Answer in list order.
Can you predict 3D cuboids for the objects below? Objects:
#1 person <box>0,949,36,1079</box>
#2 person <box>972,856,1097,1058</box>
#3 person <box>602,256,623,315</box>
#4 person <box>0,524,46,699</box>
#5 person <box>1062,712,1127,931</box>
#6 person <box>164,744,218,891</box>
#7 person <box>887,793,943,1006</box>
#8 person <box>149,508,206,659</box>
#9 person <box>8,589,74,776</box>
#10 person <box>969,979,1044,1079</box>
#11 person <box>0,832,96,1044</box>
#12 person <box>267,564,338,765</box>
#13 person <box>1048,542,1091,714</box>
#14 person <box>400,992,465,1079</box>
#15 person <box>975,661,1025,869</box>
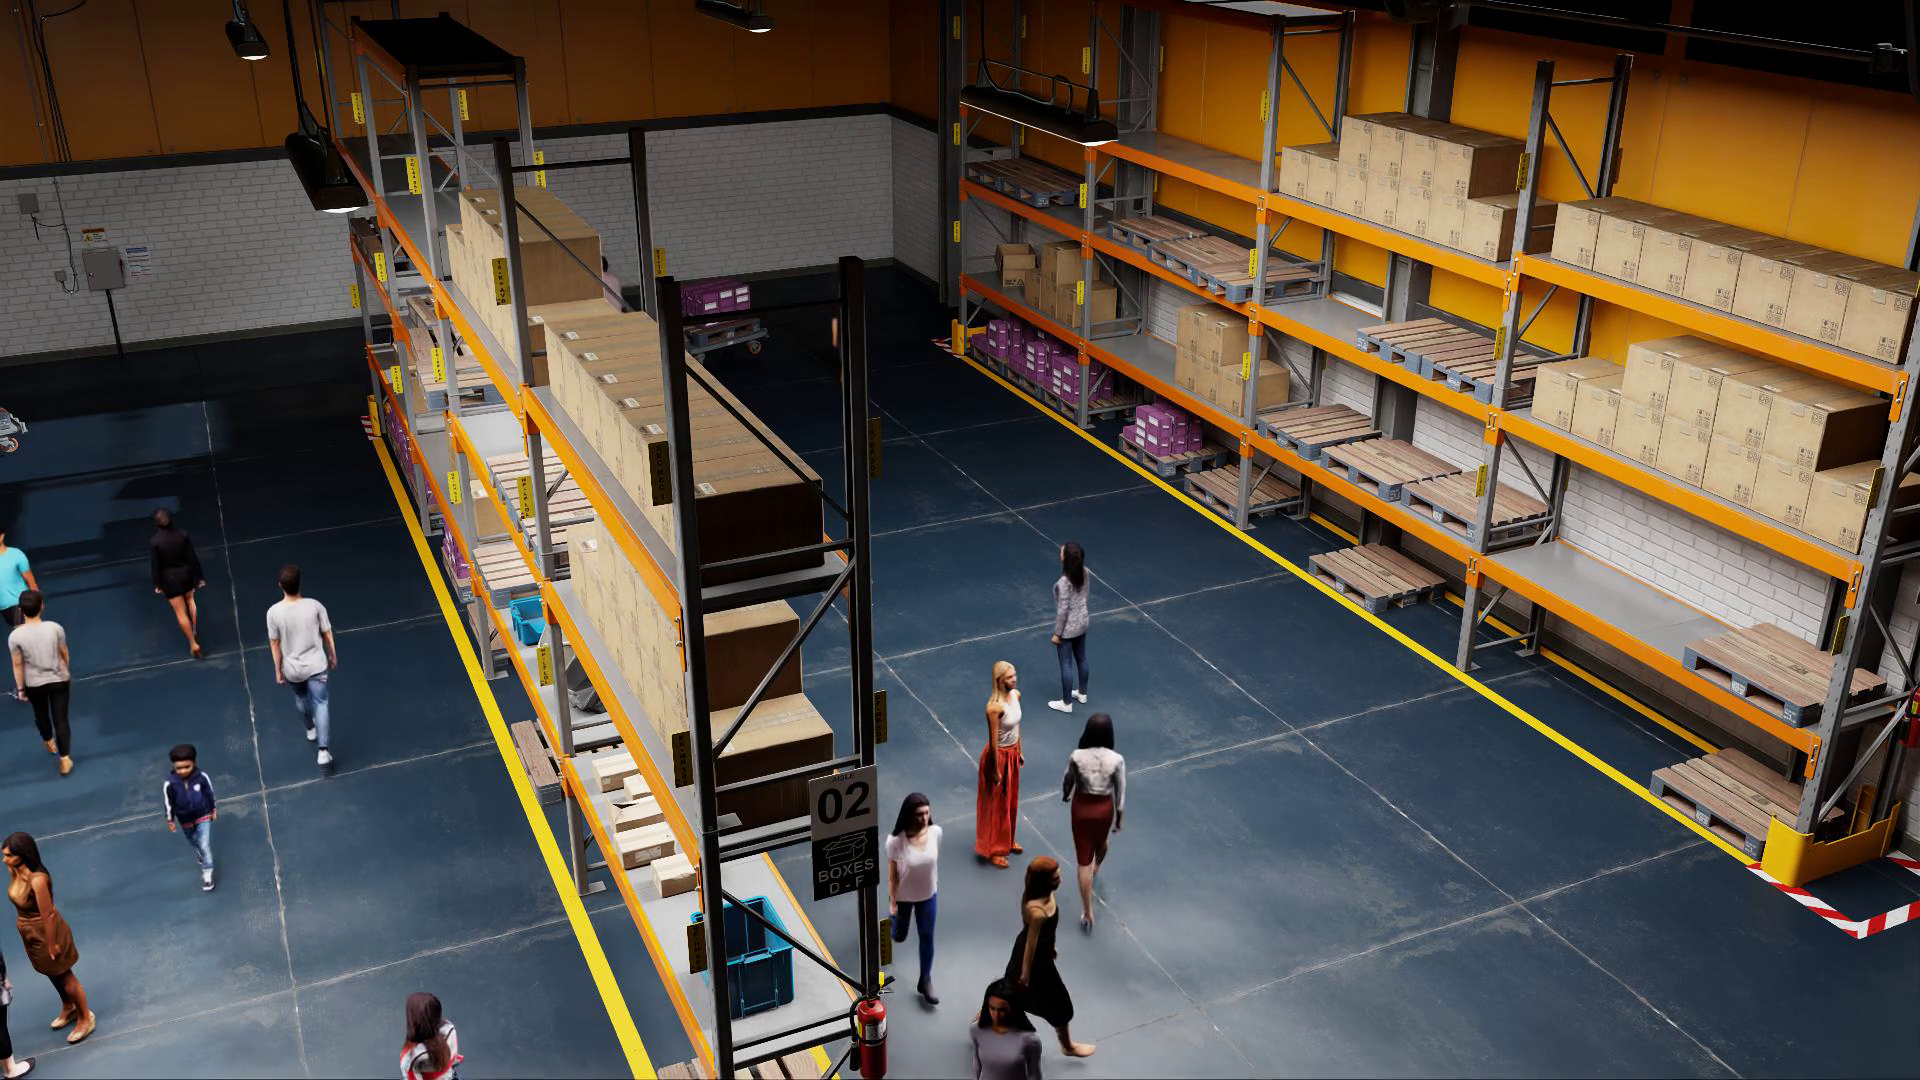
[{"bbox_3d":[-6.613,2.944,11.126,0.731,1.635,0.754,0,24,0],"label":"person"},{"bbox_3d":[0.423,2.859,11.399,1.026,1.571,1.111,4,24,9],"label":"person"},{"bbox_3d":[-5.439,-3.532,25.843,0.798,1.713,1.139,-15,28,-31],"label":"person"},{"bbox_3d":[-9.250,0.610,16.351,0.966,1.725,1.215,1,24,2],"label":"person"},{"bbox_3d":[1.020,2.194,12.754,0.894,1.704,1.162,-1,24,-3],"label":"person"},{"bbox_3d":[-6.191,2.176,13.417,0.575,1.207,0.847,-7,25,-16],"label":"person"},{"bbox_3d":[-0.383,2.539,12.013,0.593,1.665,0.952,-11,26,-24],"label":"person"},{"bbox_3d":[-7.869,0.464,16.817,0.741,1.621,0.859,-21,31,-40],"label":"person"},{"bbox_3d":[-8.136,1.304,14.810,0.603,1.687,0.905,-11,26,-24],"label":"person"},{"bbox_3d":[0.312,3.353,10.117,1.120,1.693,1.253,6,24,13],"label":"person"},{"bbox_3d":[-6.344,2.741,11.529,0.593,1.683,0.698,16,28,32],"label":"person"},{"bbox_3d":[-5.881,1.162,14.941,0.802,1.843,1.246,-7,25,-15],"label":"person"},{"bbox_3d":[1.068,0.815,15.875,0.655,1.732,0.682,20,31,39],"label":"person"},{"bbox_3d":[-3.092,3.446,10.059,1.176,1.570,0.995,14,27,29],"label":"person"},{"bbox_3d":[0.335,1.795,13.544,0.755,1.803,0.723,13,27,28],"label":"person"}]
